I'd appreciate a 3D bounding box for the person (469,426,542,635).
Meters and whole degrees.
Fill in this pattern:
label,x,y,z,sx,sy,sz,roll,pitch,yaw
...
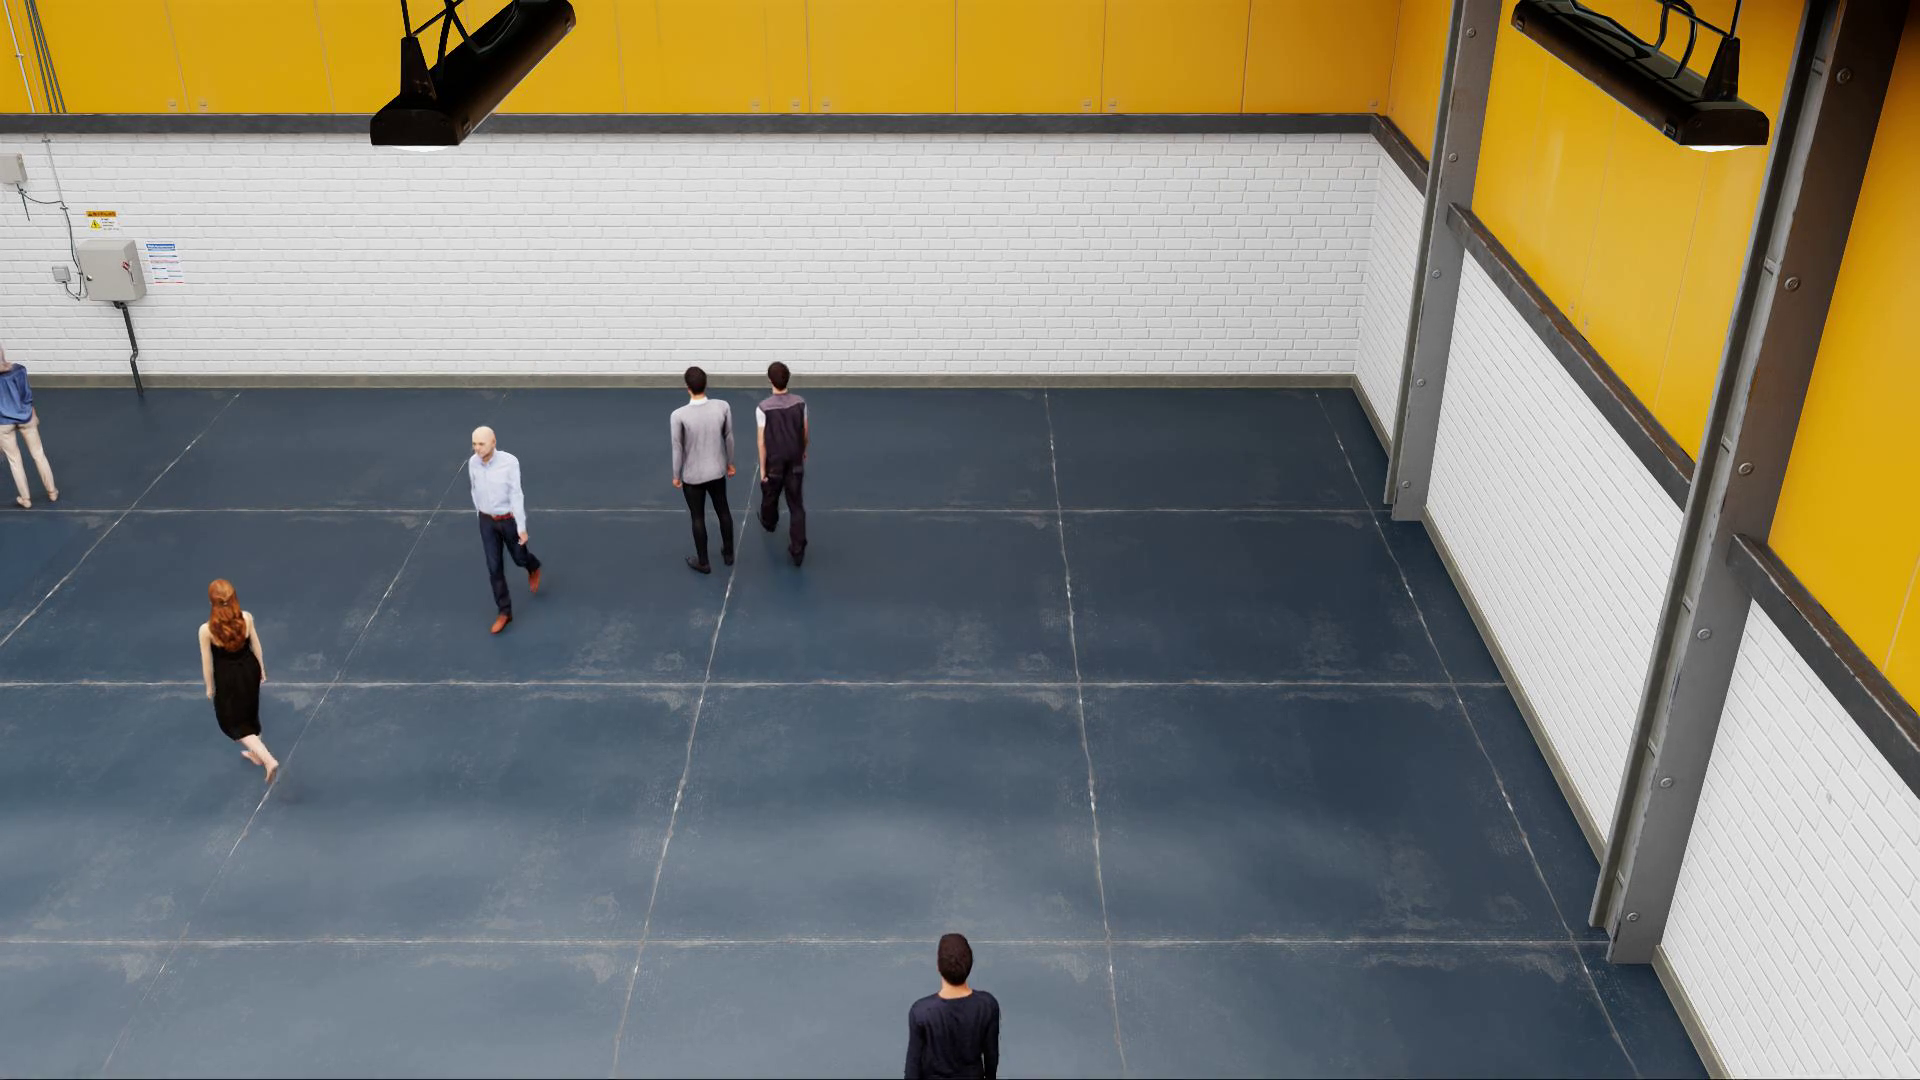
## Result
label,x,y,z,sx,sy,sz,roll,pitch,yaw
person,-3.793,-0.161,13.909,0.726,1.773,1.112,4,29,7

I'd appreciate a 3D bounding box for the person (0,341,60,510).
label,x,y,z,sx,sy,sz,roll,pitch,yaw
person,-8.963,-1.122,15.751,0.711,1.697,0.755,-22,35,-34

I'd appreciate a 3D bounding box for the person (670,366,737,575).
label,x,y,z,sx,sy,sz,roll,pitch,yaw
person,-2.242,-0.615,14.587,0.836,1.921,0.828,-17,33,-28

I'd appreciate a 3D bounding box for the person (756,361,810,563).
label,x,y,z,sx,sy,sz,roll,pitch,yaw
person,-1.534,-0.653,14.779,0.990,1.804,1.243,-12,31,-21

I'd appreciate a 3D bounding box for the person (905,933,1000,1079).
label,x,y,z,sx,sy,sz,roll,pitch,yaw
person,-0.029,2.822,8.354,0.743,1.856,0.762,-7,29,-13

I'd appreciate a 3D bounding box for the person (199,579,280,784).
label,x,y,z,sx,sy,sz,roll,pitch,yaw
person,-5.131,1.041,11.882,0.946,1.605,0.923,22,36,34
